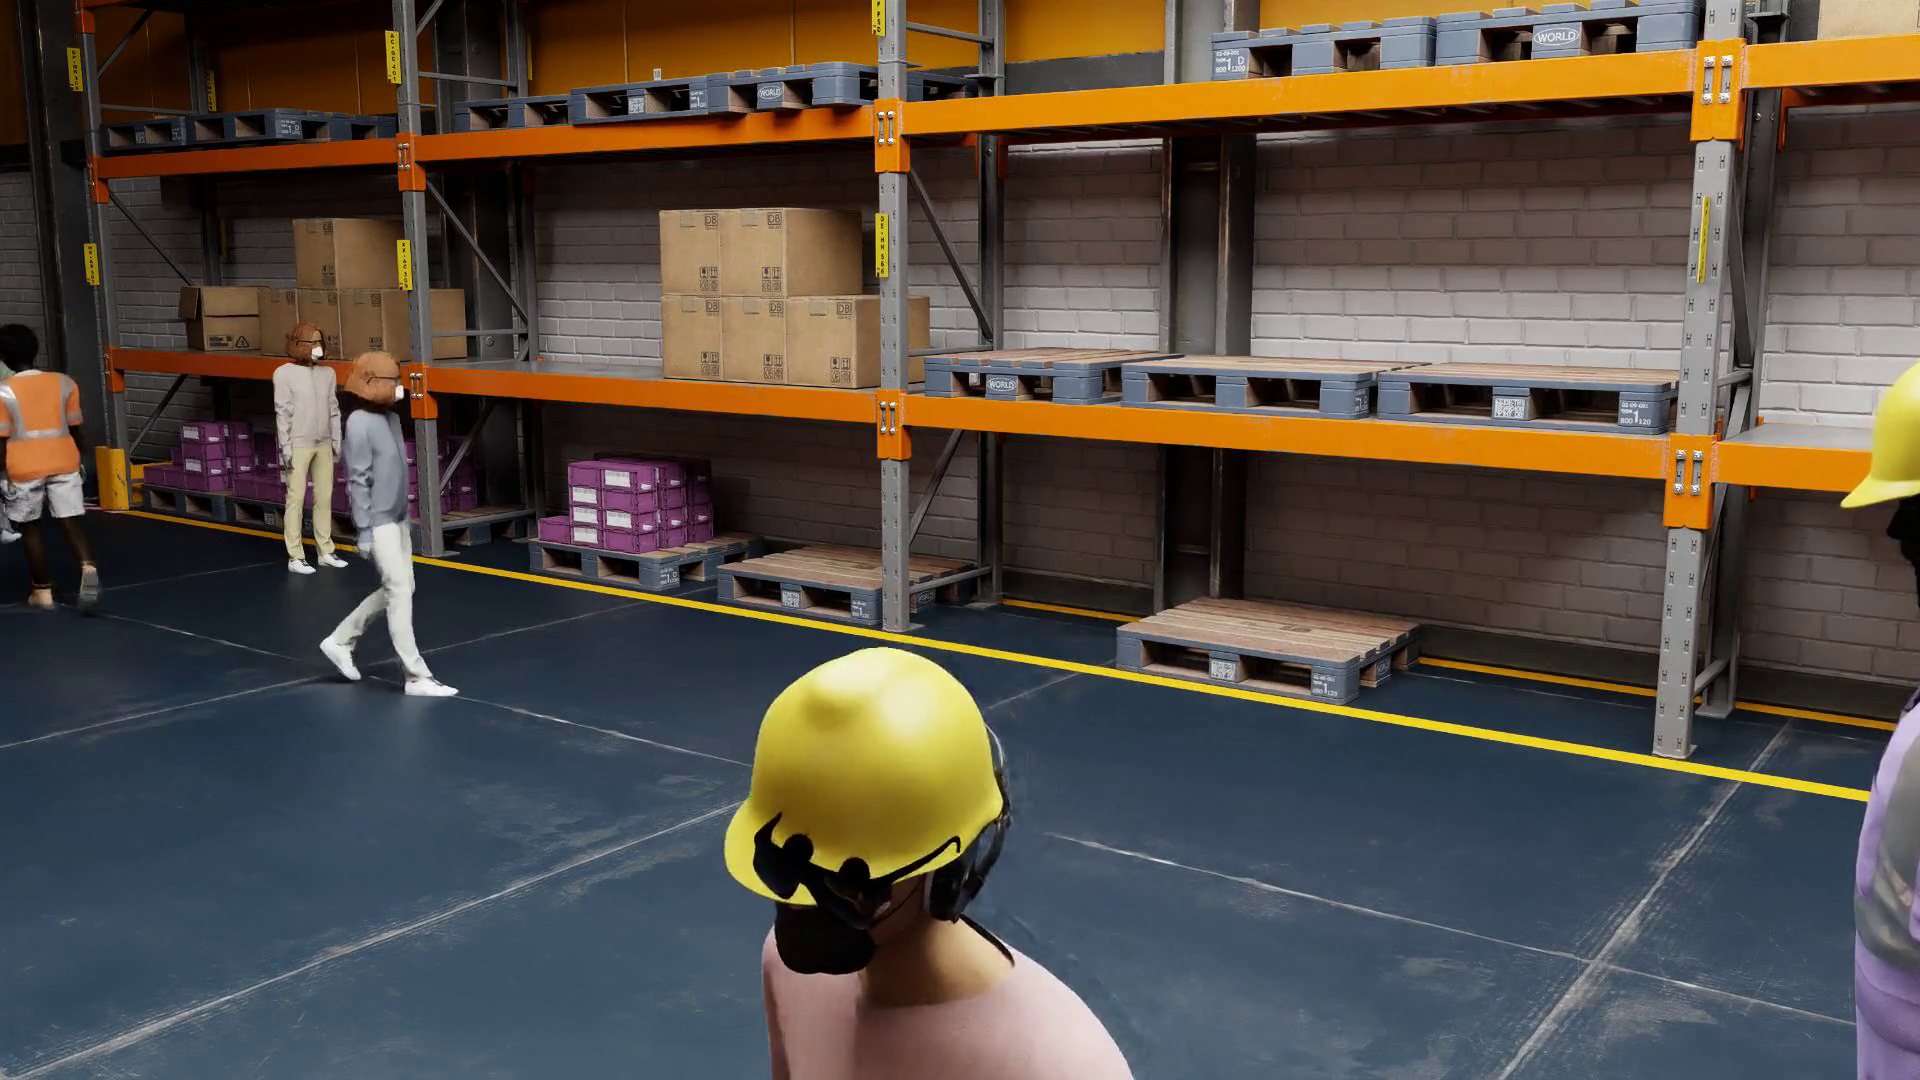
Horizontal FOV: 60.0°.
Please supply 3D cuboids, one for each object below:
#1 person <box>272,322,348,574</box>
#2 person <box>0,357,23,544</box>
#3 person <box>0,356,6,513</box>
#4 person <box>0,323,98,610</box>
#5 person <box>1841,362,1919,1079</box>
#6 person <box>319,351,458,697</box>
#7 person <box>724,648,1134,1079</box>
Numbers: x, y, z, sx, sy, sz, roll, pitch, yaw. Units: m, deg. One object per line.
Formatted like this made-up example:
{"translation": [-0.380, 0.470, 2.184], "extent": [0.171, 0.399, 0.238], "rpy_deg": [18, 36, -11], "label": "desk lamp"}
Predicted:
{"translation": [-4.237, -0.599, 10.846], "extent": [0.277, 1.629, 0.497], "rpy_deg": [5, 11, 28], "label": "person"}
{"translation": [-6.916, -0.761, 11.903], "extent": [0.818, 1.592, 0.516], "rpy_deg": [5, 11, 28], "label": "person"}
{"translation": [-7.703, -1.097, 12.971], "extent": [0.410, 1.909, 0.643], "rpy_deg": [3, 10, 19], "label": "person"}
{"translation": [-5.203, -0.397, 9.470], "extent": [0.705, 1.674, 0.541], "rpy_deg": [8, 12, 39], "label": "person"}
{"translation": [1.310, 0.708, 2.191], "extent": [0.382, 1.918, 0.585], "rpy_deg": [6, 11, 33], "label": "person"}
{"translation": [-2.698, -0.071, 7.730], "extent": [0.667, 1.617, 0.516], "rpy_deg": [0, 10, 2], "label": "person"}
{"translation": [0.040, 0.900, 1.718], "extent": [0.985, 1.694, 0.569], "rpy_deg": [-7, 12, -34], "label": "person"}
